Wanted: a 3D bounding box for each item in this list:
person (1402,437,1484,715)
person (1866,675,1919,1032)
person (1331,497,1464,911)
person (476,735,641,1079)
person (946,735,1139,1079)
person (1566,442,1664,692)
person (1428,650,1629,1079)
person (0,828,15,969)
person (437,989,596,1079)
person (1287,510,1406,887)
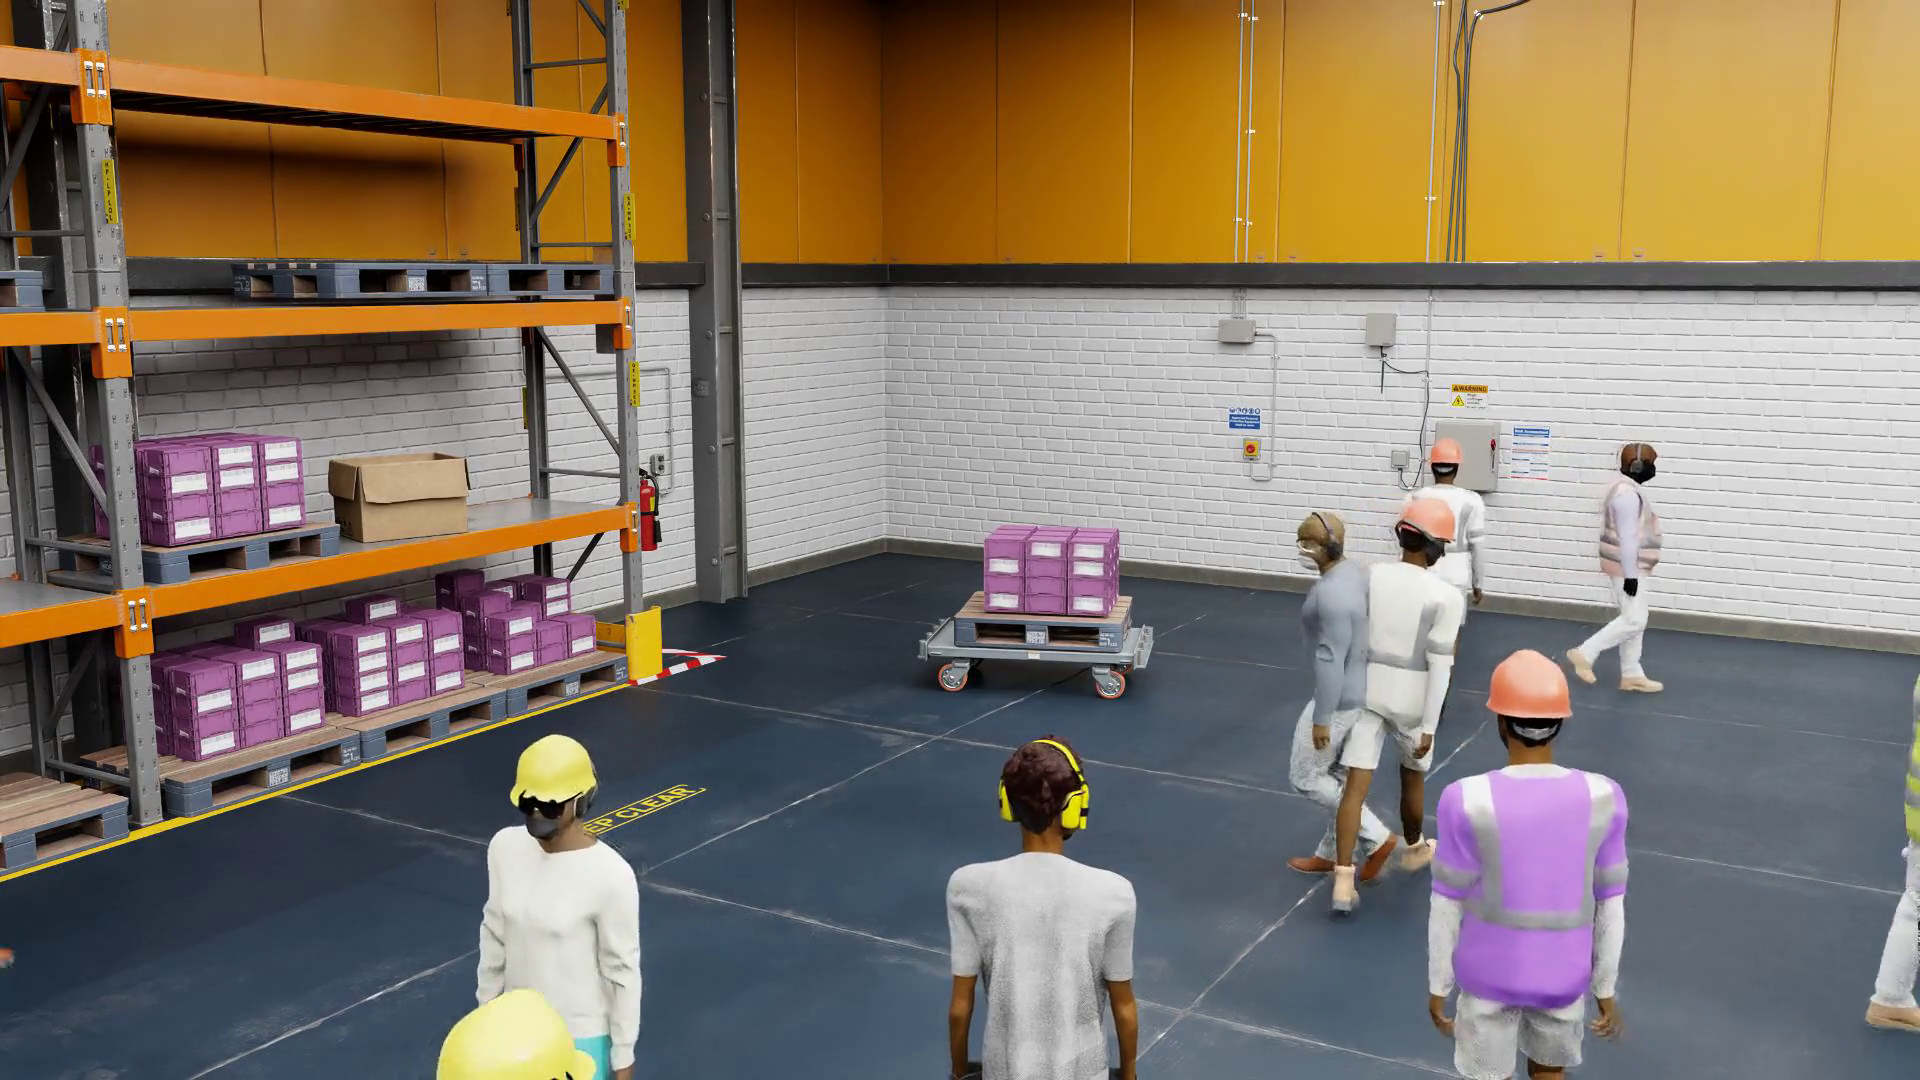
[{"bbox_3d":[3.327,0.247,11.509,0.555,1.909,0.881,3,10,20],"label":"person"},{"bbox_3d":[3.834,1.135,6.317,0.436,1.793,0.668,-2,9,-10],"label":"person"},{"bbox_3d":[2.107,0.776,8.029,0.616,1.974,1.101,6,11,33],"label":"person"},{"bbox_3d":[-1.141,1.390,4.837,0.558,1.748,0.667,5,10,29],"label":"person"},{"bbox_3d":[0.217,1.423,4.292,0.518,1.865,0.329,2,9,9],"label":"person"},{"bbox_3d":[4.789,0.203,12.005,0.578,1.829,0.645,4,10,22],"label":"person"},{"bbox_3d":[1.673,1.282,4.964,0.564,1.927,0.421,0,9,3],"label":"person"},{"bbox_3d":[-4.371,0.944,7.102,0.664,1.917,0.631,9,13,43],"label":"person"},{"bbox_3d":[-0.854,1.676,2.911,0.586,1.808,0.848,5,10,30],"label":"person"},{"bbox_3d":[1.881,0.795,8.088,0.545,1.905,0.697,4,10,22],"label":"person"}]
